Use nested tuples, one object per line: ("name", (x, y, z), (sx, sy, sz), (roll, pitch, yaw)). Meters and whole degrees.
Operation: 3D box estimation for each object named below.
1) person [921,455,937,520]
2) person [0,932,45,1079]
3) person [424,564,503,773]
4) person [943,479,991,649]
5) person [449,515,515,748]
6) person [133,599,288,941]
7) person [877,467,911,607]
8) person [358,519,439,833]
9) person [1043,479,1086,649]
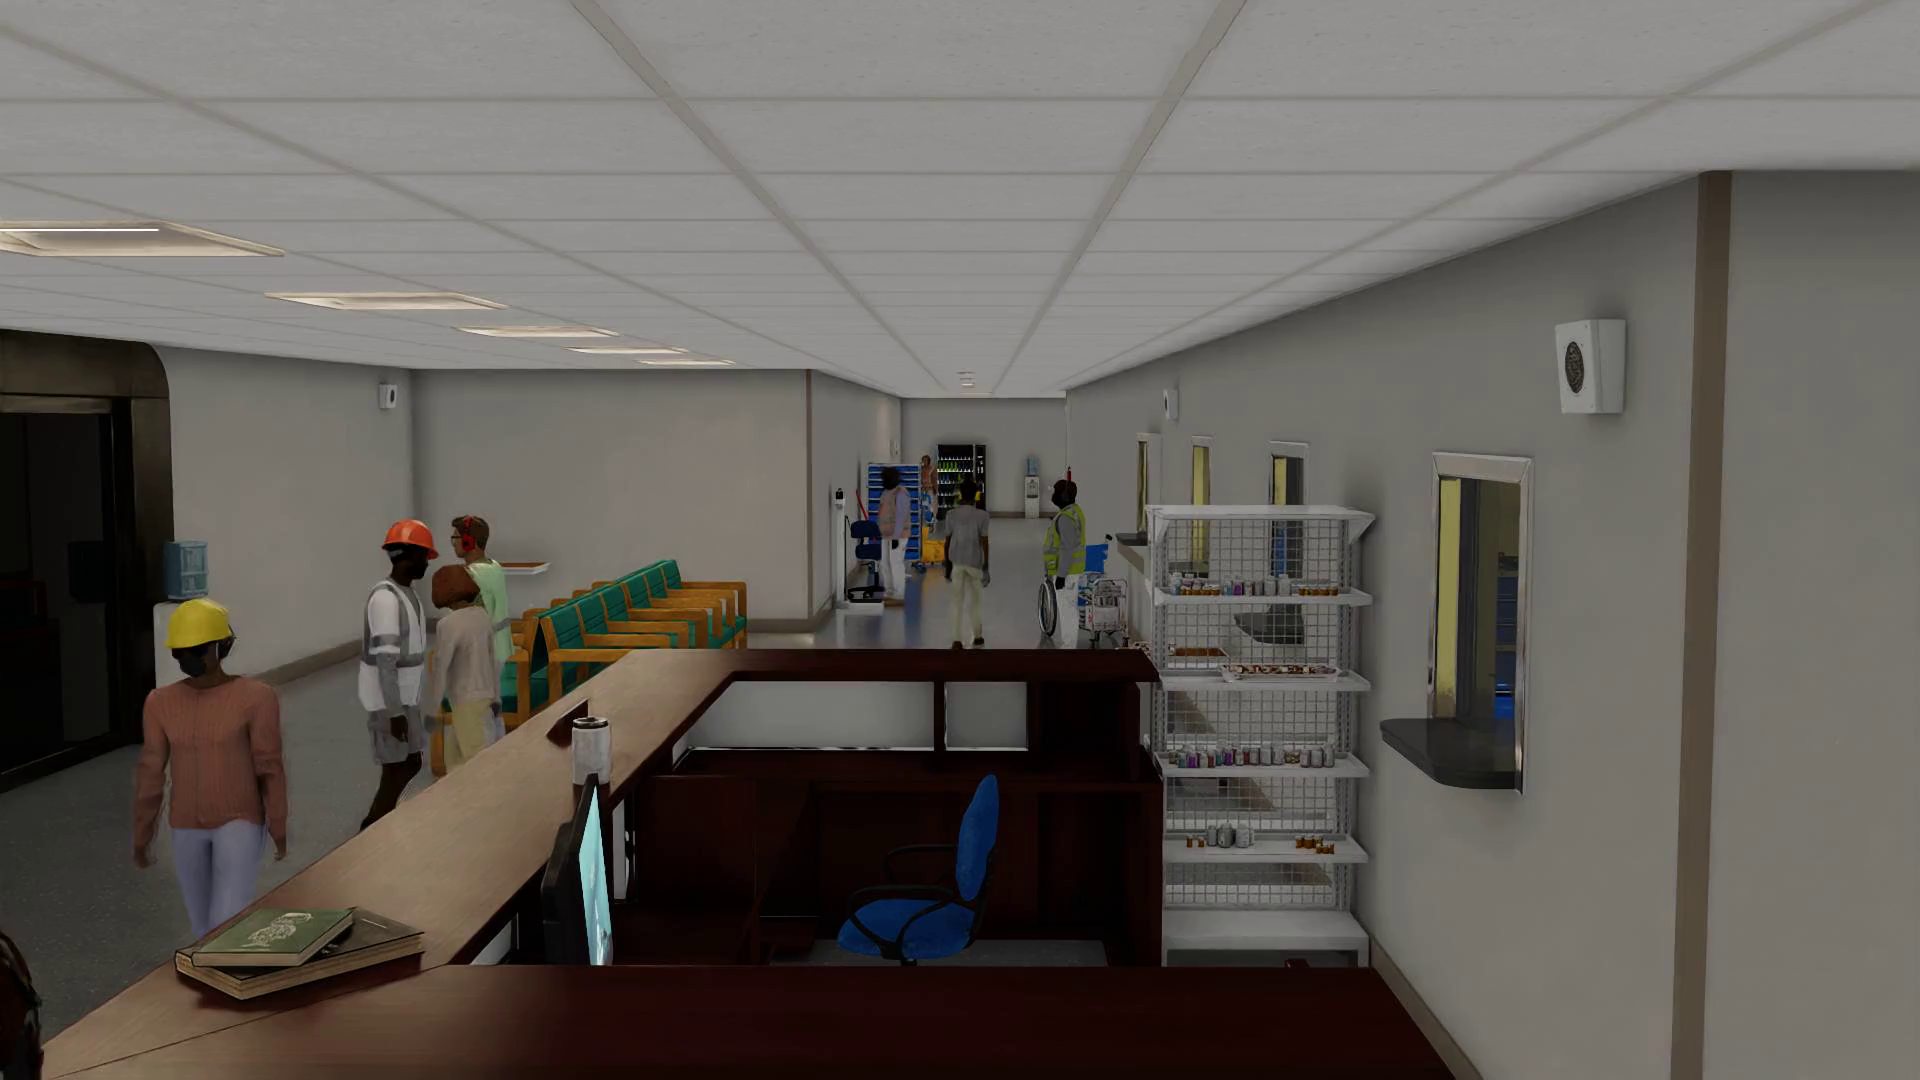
("person", (-0.785, -1.195, 39.349), (0.529, 1.626, 0.322), (2, 4, 22))
("person", (-1.199, 1.365, 1.987), (0.628, 1.835, 0.429), (-2, 5, -29))
("person", (-2.866, 0.940, 9.507), (0.690, 1.594, 0.610), (1, 4, 11))
("person", (0.071, 0.264, 17.540), (0.540, 1.826, 0.962), (1, 4, 13))
("person", (-2.957, 0.768, 10.282), (0.373, 1.840, 0.568), (0, 4, -1))
("person", (-2.857, 1.099, 6.271), (0.543, 1.748, 0.588), (0, 4, 4))
("person", (-0.872, -0.041, 21.753), (0.432, 1.828, 0.642), (-2, 5, -26))
("person", (-3.034, 0.848, 8.755), (0.514, 1.913, 0.703), (0, 4, 0))
("person", (1.041, 0.316, 16.615), (0.429, 1.846, 0.625), (1, 4, 9))
